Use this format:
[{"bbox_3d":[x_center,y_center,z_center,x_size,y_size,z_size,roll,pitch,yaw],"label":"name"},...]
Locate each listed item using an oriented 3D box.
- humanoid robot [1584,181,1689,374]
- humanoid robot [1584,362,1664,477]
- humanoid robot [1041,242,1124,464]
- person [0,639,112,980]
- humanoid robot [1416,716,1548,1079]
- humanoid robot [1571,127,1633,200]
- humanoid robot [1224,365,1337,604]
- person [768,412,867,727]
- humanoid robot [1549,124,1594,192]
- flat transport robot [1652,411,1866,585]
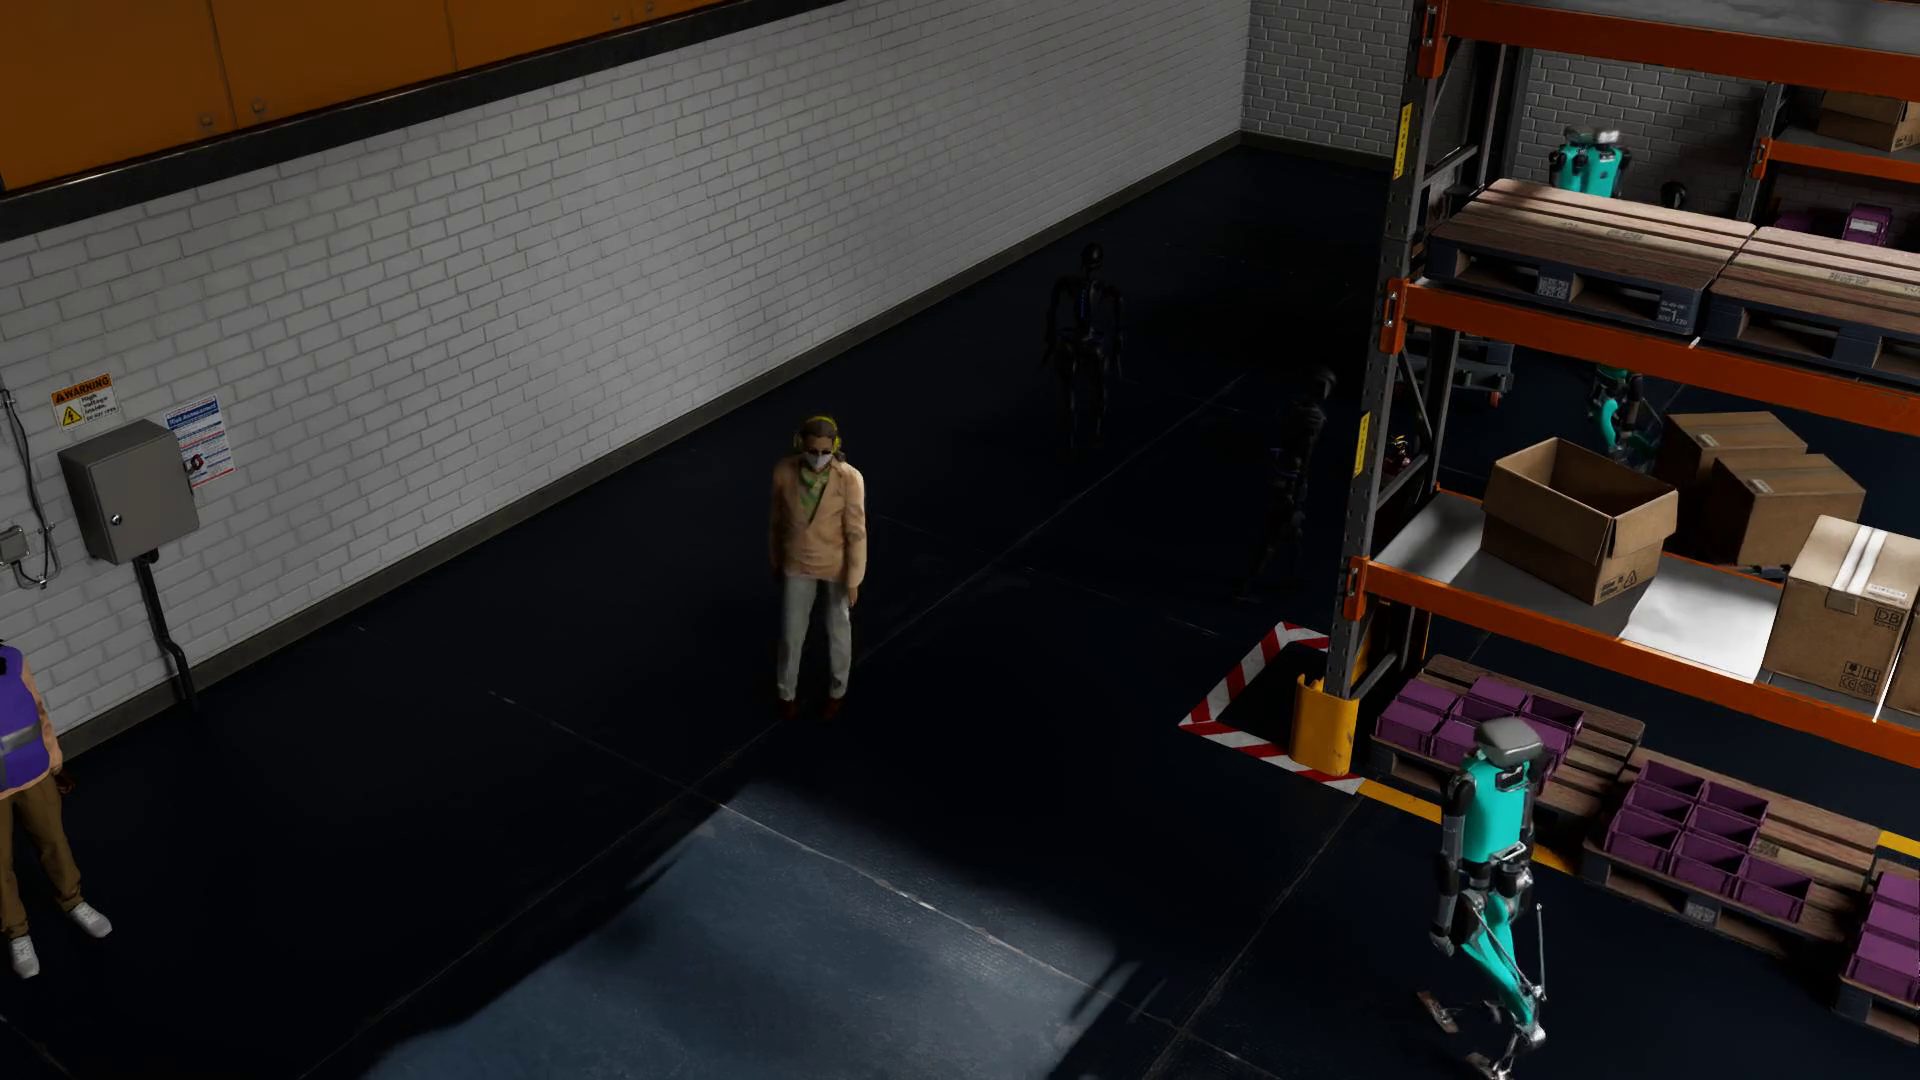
[{"bbox_3d":[5.372,-2.055,13.203,0.474,1.644,0.612,16,34,26],"label":"humanoid robot"},{"bbox_3d":[4.503,-0.867,11.094,0.685,1.819,0.537,-6,30,-10],"label":"humanoid robot"},{"bbox_3d":[0.877,-1.355,11.985,0.611,1.650,0.433,8,31,14],"label":"humanoid robot"},{"bbox_3d":[-4.329,1.076,7.509,0.408,1.932,0.533,23,37,35],"label":"person"},{"bbox_3d":[2.256,1.595,6.825,0.544,1.782,0.900,-17,34,-27],"label":"humanoid robot"},{"bbox_3d":[5.277,-2.709,14.300,0.530,1.821,0.707,-5,30,-8],"label":"humanoid robot"},{"bbox_3d":[1.996,-0.337,10.231,0.635,1.629,0.590,0,30,0],"label":"humanoid robot"},{"bbox_3d":[-0.800,0.163,9.160,0.579,1.863,0.543,4,30,6],"label":"person"},{"bbox_3d":[5.231,-2.547,14.007,0.534,1.807,0.699,-20,36,-31],"label":"humanoid robot"},{"bbox_3d":[5.070,0.141,10.795,1.431,0.231,0.659,-2,30,-4],"label":"flat transport robot"}]
